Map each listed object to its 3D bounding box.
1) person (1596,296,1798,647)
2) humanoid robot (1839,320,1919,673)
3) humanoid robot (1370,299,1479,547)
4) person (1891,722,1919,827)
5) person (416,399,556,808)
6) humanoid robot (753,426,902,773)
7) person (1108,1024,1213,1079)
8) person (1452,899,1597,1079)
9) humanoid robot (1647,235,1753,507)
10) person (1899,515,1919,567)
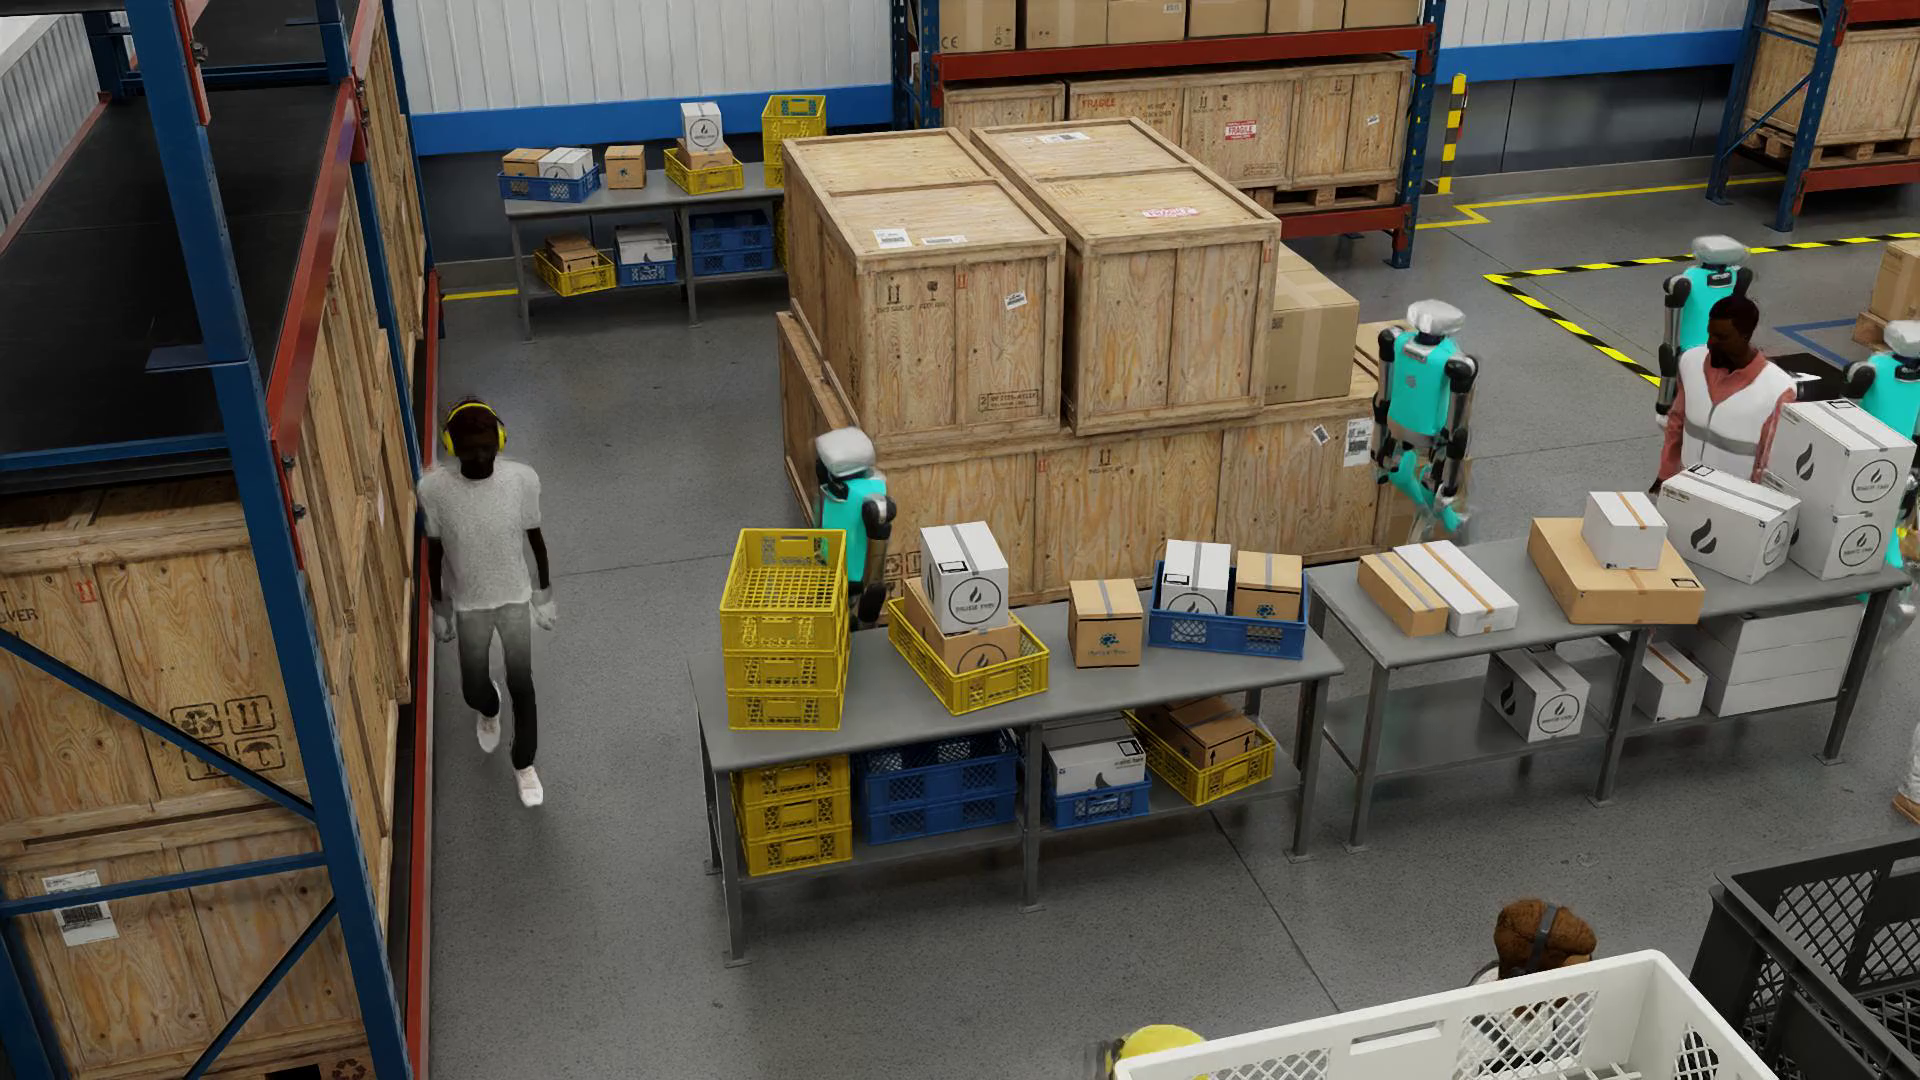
[{"bbox_3d":[3.582,-0.267,7.934,0.645,1.883,0.593,-20,35,-32],"label":"person"},{"bbox_3d":[4.349,-0.091,7.767,0.543,1.803,0.710,-6,30,-12],"label":"humanoid robot"},{"bbox_3d":[2.450,-0.396,8.368,0.895,1.831,0.557,-21,35,-33],"label":"humanoid robot"},{"bbox_3d":[4.283,0.370,6.828,0.629,1.835,0.429,-16,33,-26],"label":"person"},{"bbox_3d":[-1.976,0.246,7.018,0.520,1.855,0.504,-9,30,-16],"label":"person"},{"bbox_3d":[-0.703,0.434,6.875,1.051,1.783,0.544,-15,32,-26],"label":"humanoid robot"},{"bbox_3d":[0.278,1.898,4.167,0.665,1.719,0.326,-10,30,-17],"label":"person"},{"bbox_3d":[1.377,1.689,4.425,0.341,1.842,0.503,18,33,29],"label":"person"},{"bbox_3d":[4.094,-0.673,8.865,0.530,1.758,1.043,-11,31,-20],"label":"humanoid robot"},{"bbox_3d":[5.059,-0.674,8.547,0.777,2.003,0.664,19,34,31],"label":"person"}]
